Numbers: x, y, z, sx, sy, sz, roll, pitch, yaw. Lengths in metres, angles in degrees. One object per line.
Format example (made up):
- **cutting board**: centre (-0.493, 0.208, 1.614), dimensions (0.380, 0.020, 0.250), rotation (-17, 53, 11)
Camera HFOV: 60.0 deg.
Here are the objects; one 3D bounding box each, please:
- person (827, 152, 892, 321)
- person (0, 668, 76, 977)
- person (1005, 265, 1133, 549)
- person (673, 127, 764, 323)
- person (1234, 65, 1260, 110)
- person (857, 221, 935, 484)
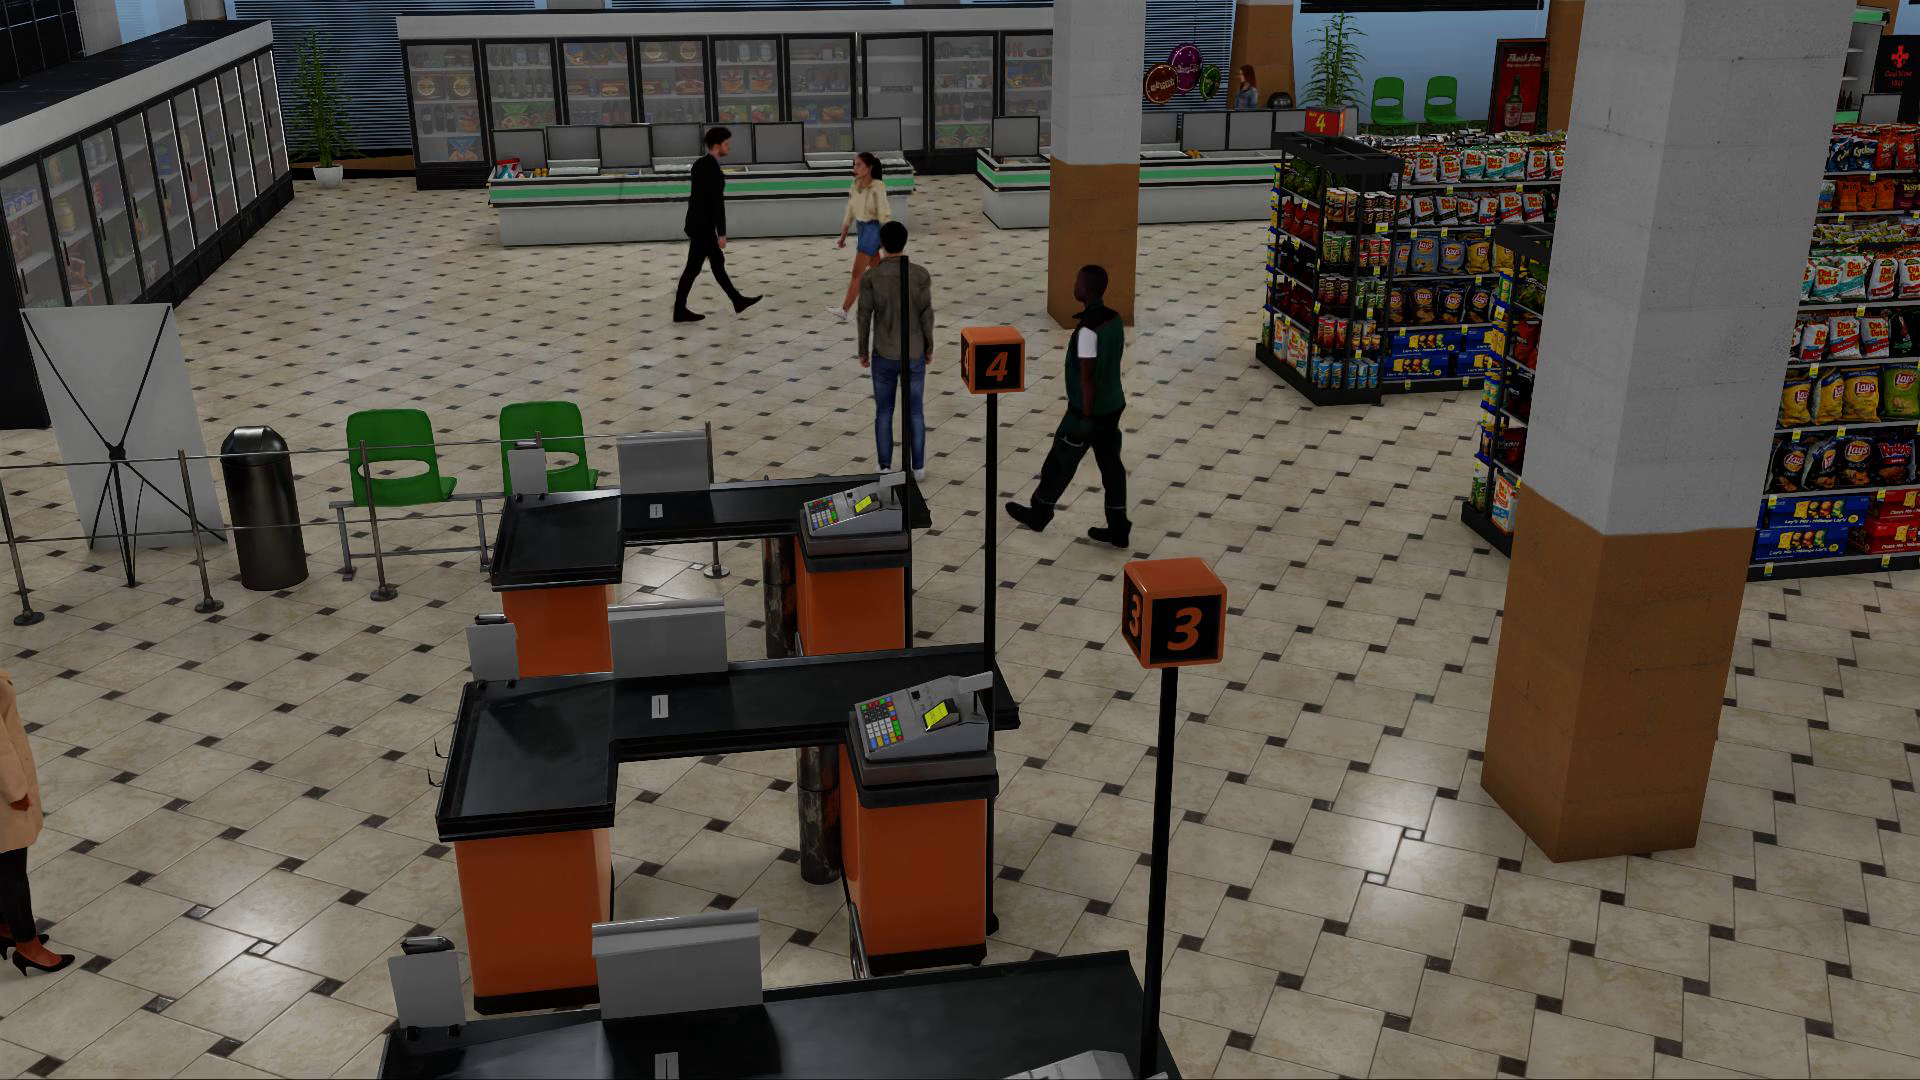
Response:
- **person**: centre (-0.804, -2.920, 16.068), dimensions (1.183, 1.591, 0.986), rotation (-15, 27, -34)
- **person**: centre (-3.748, 0.915, 6.401), dimensions (0.707, 1.682, 0.733), rotation (19, 29, 39)
- **person**: centre (0.927, -0.802, 10.509), dimensions (1.213, 1.805, 1.112), rotation (12, 25, 26)
- **person**: centre (-2.514, -2.962, 15.864), dimensions (1.201, 1.820, 0.844), rotation (-8, 23, -19)
- **person**: centre (3.843, -5.533, 22.424), dimensions (0.604, 1.700, 0.660), rotation (-10, 24, -22)
- **person**: centre (-0.439, -1.301, 11.674), dimensions (0.516, 1.863, 0.756), rotation (-3, 22, -7)
